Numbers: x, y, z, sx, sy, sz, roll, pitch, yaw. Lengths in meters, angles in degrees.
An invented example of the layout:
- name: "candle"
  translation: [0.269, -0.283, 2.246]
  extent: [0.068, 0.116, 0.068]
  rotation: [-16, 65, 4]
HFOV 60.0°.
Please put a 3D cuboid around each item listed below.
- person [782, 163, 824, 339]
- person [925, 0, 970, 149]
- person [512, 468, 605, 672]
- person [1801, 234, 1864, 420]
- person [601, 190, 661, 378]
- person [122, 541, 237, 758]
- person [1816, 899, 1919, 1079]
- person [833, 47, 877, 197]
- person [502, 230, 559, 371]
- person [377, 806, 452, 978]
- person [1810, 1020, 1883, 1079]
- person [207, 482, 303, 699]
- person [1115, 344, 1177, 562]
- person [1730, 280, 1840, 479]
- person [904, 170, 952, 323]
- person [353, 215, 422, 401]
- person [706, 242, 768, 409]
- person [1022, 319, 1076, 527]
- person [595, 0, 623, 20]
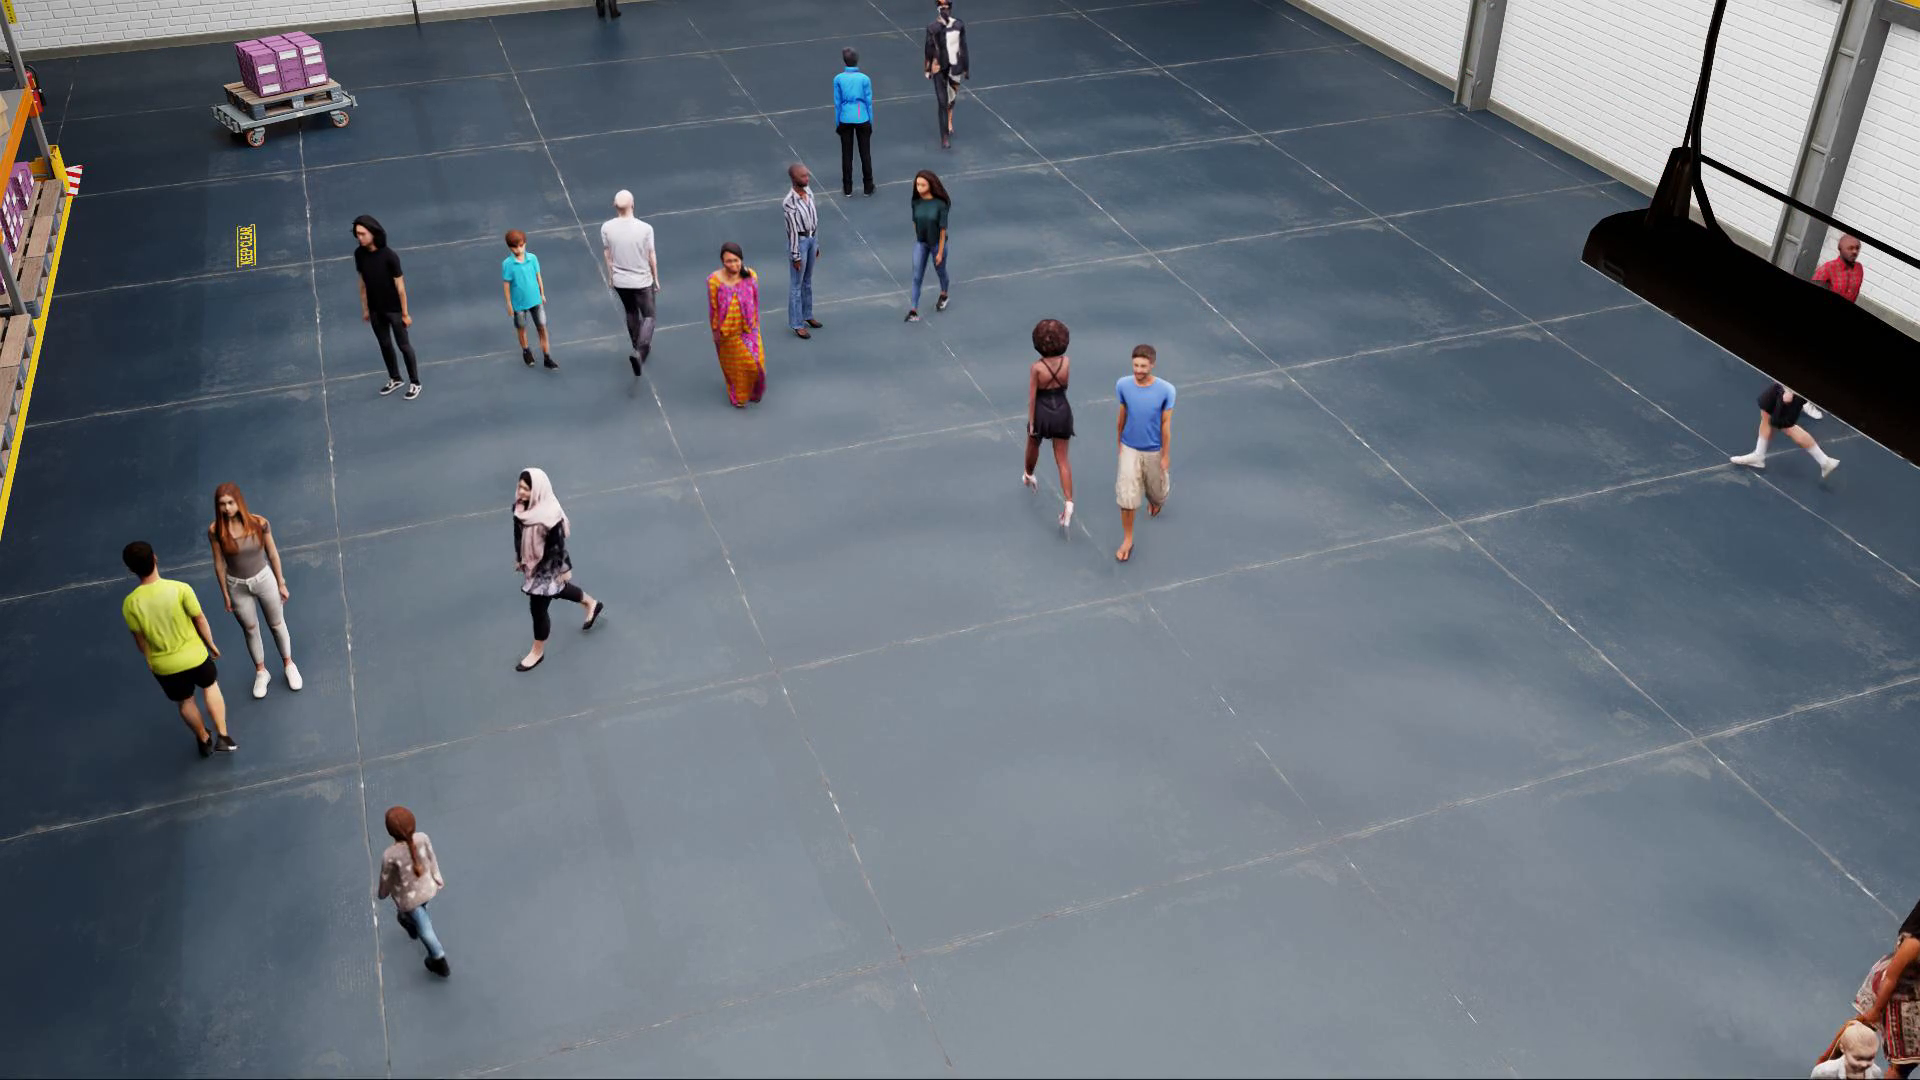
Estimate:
- name: "person"
  translation: [-1.601, -2.930, 16.752]
  extent: [0.748, 1.796, 0.684]
  rotation: [14, 36, 20]
- name: "person"
  translation: [-0.169, -6.067, 21.422]
  extent: [0.804, 1.851, 1.225]
  rotation: [-7, 34, -10]
- name: "person"
  translation: [-3.011, 0.142, 12.302]
  extent: [1.126, 1.606, 1.036]
  rotation: [26, 41, 33]
- name: "person"
  translation: [7.945, -1.973, 15.290]
  extent: [0.693, 1.819, 0.601]
  rotation: [-7, 34, -10]
- name: "person"
  translation: [-3.174, -2.443, 16.007]
  extent: [0.941, 1.809, 1.140]
  rotation: [3, 34, 4]
- name: "person"
  translation: [-5.270, 0.819, 11.212]
  extent: [0.678, 1.684, 0.766]
  rotation: [-12, 36, -18]
- name: "person"
  translation: [4.947, 2.384, 8.914]
  extent: [0.835, 1.622, 0.964]
  rotation: [-28, 43, -36]
- name: "person"
  translation: [-1.266, -4.983, 19.838]
  extent: [0.687, 1.798, 0.670]
  rotation: [1, 34, 2]
- name: "person"
  translation: [-4.267, -2.380, 16.255]
  extent: [0.634, 1.430, 0.837]
  rotation: [-17, 37, -24]
- name: "person"
  translation: [-3.183, 2.087, 9.775]
  extent: [0.873, 1.164, 0.727]
  rotation: [24, 40, 31]
- name: "person"
  translation: [4.392, 2.919, 8.421]
  extent: [0.571, 1.275, 0.602]
  rotation: [0, 34, 0]
- name: "person"
  translation: [-5.058, 0.336, 11.903]
  extent: [0.579, 1.724, 0.496]
  rotation: [-11, 35, -17]
- name: "person"
  translation: [1.497, -0.770, 13.468]
  extent: [1.010, 1.833, 1.153]
  rotation: [9, 35, 14]
- name: "person"
  translation: [7.296, -1.324, 14.306]
  extent: [1.185, 1.829, 1.089]
  rotation: [18, 38, 26]
- name: "person"
  translation: [-0.248, -3.061, 17.151]
  extent: [1.031, 1.572, 1.116]
  rotation: [13, 36, 18]
- name: "person"
  translation: [-5.392, -2.214, 15.643]
  extent: [0.700, 1.830, 0.722]
  rotation: [9, 35, 14]
- name: "person"
  translation: [-2.098, -2.035, 15.525]
  extent: [0.666, 1.663, 0.715]
  rotation: [-9, 35, -13]
- name: "person"
  translation: [0.796, -0.930, 13.793]
  extent: [0.574, 1.740, 1.163]
  rotation: [-11, 35, -16]
- name: "person"
  translation: [-5.622, -9.100, 26.026]
  extent: [0.753, 1.804, 0.686]
  rotation: [1, 34, 2]
